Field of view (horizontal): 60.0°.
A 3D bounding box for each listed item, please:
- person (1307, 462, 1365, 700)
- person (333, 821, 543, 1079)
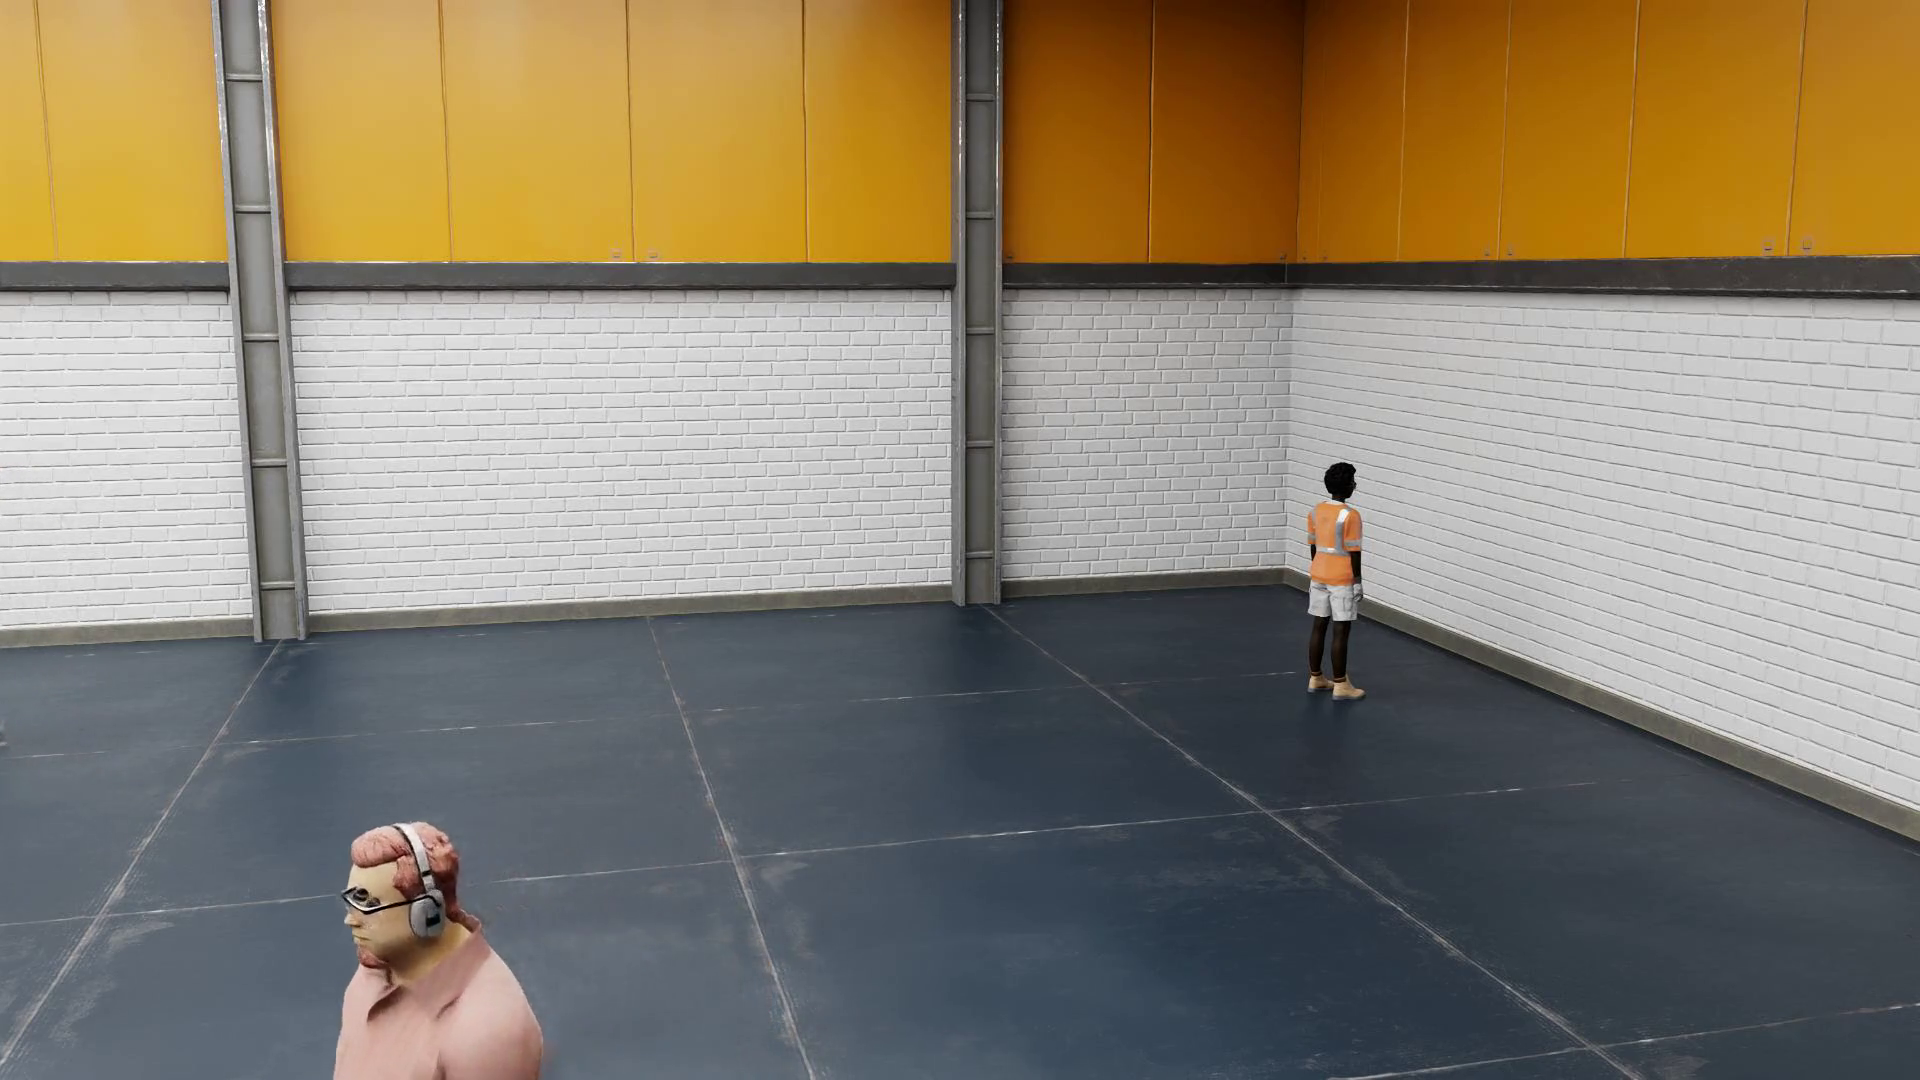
[{"bbox_3d":[2.695,0.288,11.908,0.320,1.698,0.531,-5,10,-27],"label":"person"},{"bbox_3d":[-1.156,1.522,3.591,0.425,1.891,0.671,-8,12,-42],"label":"person"}]
